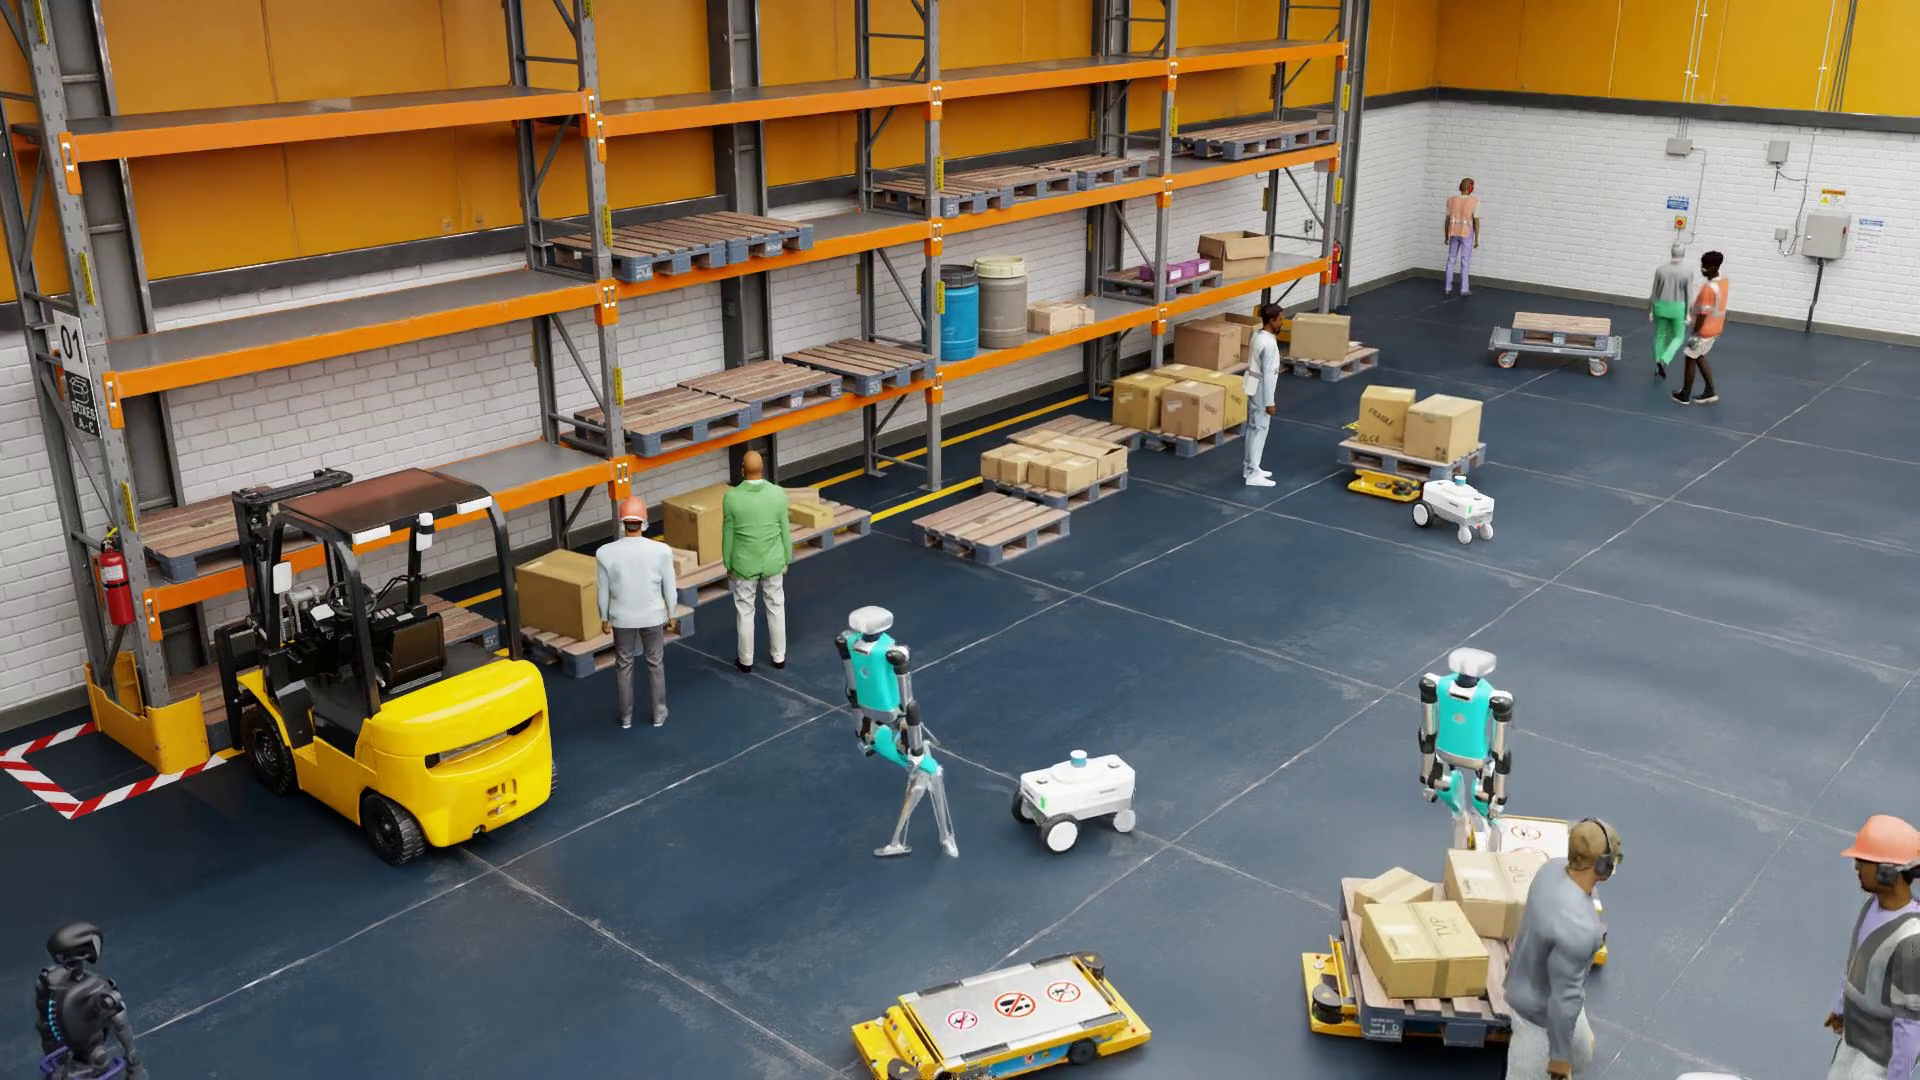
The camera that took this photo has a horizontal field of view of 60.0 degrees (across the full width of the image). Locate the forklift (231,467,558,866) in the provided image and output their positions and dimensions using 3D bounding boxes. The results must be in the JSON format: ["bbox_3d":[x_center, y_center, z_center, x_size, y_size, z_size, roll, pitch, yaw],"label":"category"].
[{"bbox_3d":[-3.730,0.710,10.856,2.313,2.155,1.214,17,26,38],"label":"forklift"}]

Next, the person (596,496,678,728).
[{"bbox_3d":[-2.323,0.524,12.009,0.572,1.739,0.351,-4,21,-10],"label":"person"}]

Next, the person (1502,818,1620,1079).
[{"bbox_3d":[2.623,2.108,7.478,0.540,1.909,0.686,4,21,12],"label":"person"}]

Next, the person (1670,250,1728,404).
[{"bbox_3d":[8.941,-2.556,20.100,0.497,1.936,0.657,18,27,41],"label":"person"}]

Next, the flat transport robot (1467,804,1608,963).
[{"bbox_3d":[3.445,2.042,10.018,0.659,0.231,1.431,4,21,11],"label":"flat transport robot"}]

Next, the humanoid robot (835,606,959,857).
[{"bbox_3d":[-0.295,1.157,10.283,0.591,1.761,0.889,15,25,34],"label":"humanoid robot"}]

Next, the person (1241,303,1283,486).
[{"bbox_3d":[3.128,-1.518,17.300,0.394,1.913,0.591,0,20,-1],"label":"person"}]

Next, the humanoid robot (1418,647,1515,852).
[{"bbox_3d":[2.992,1.387,9.714,0.535,1.796,0.809,14,24,33],"label":"humanoid robot"}]

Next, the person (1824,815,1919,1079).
[{"bbox_3d":[3.911,2.162,7.201,0.485,2.004,0.719,4,21,11],"label":"person"}]

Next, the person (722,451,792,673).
[{"bbox_3d":[-1.571,0.173,12.912,0.544,1.776,0.387,-6,21,-17],"label":"person"}]

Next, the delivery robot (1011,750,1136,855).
[{"bbox_3d":[0.756,1.637,10.690,0.772,0.585,0.499,-9,22,-22],"label":"delivery robot"}]

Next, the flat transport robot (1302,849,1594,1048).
[{"bbox_3d":[2.595,2.438,8.945,1.431,0.231,0.659,2,20,6],"label":"flat transport robot"}]

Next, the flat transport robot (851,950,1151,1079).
[{"bbox_3d":[0.214,2.540,8.668,1.431,0.231,0.659,-9,22,-22],"label":"flat transport robot"}]

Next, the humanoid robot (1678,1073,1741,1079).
[{"bbox_3d":[2.636,2.611,6.388,0.535,1.769,0.971,-1,20,-2],"label":"humanoid robot"}]

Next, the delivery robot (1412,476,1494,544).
[{"bbox_3d":[4.779,-0.318,16.022,0.499,0.609,0.813,-9,22,-24],"label":"delivery robot"}]

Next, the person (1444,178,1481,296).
[{"bbox_3d":[7.890,-4.766,26.199,0.562,1.837,0.390,15,25,35],"label":"person"}]

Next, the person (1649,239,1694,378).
[{"bbox_3d":[9.100,-2.957,21.310,0.538,1.821,0.570,15,25,35],"label":"person"}]

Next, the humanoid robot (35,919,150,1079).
[{"bbox_3d":[-3.701,2.341,7.214,0.608,1.634,0.713,9,22,22],"label":"humanoid robot"}]

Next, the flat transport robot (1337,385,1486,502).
[{"bbox_3d":[4.717,-0.708,17.470,0.659,0.231,1.431,16,26,37],"label":"flat transport robot"}]
